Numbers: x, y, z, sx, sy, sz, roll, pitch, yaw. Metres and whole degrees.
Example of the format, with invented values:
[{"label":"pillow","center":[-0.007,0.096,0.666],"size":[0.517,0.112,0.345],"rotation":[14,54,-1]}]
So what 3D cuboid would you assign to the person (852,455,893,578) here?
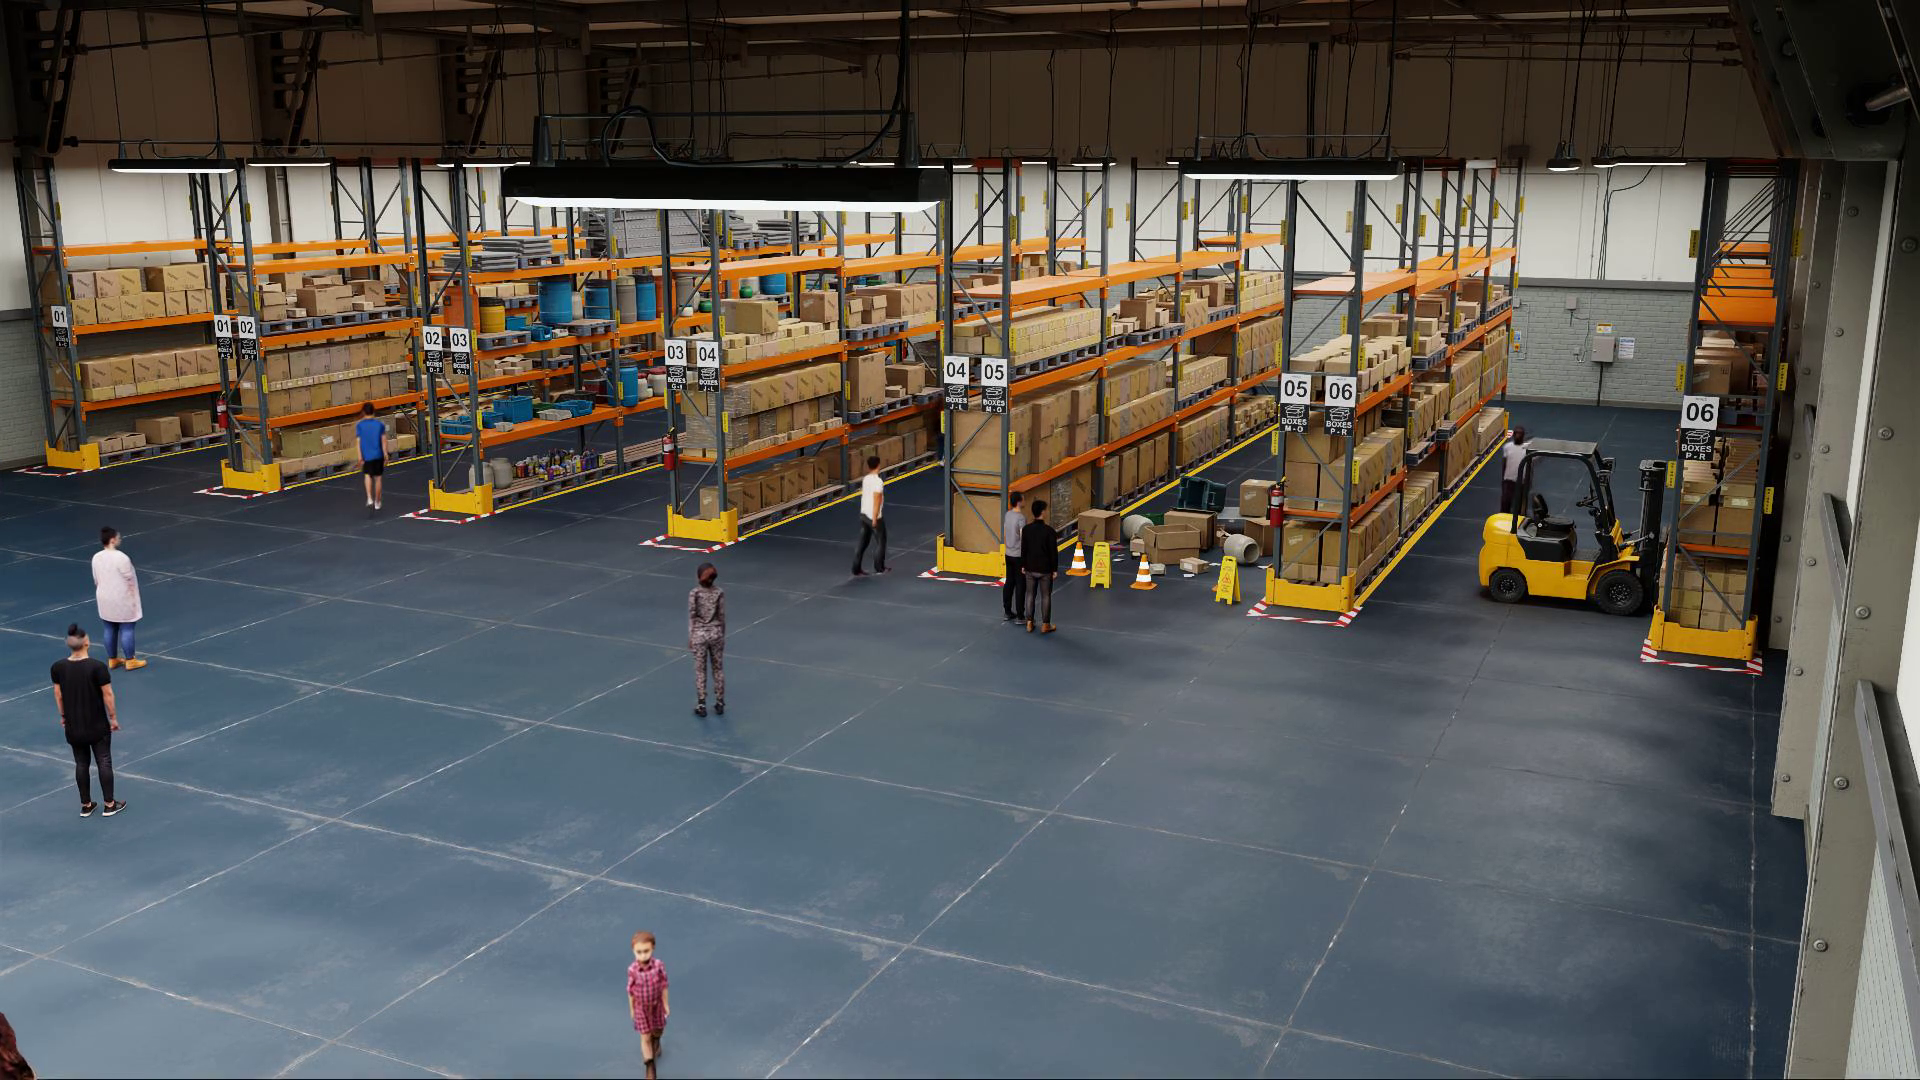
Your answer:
[{"label":"person","center":[-1.363,-0.310,24.196],"size":[1.003,1.762,0.864],"rotation":[-8,15,-32]}]

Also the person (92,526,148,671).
[{"label":"person","center":[-10.112,0.691,19.921],"size":[0.726,1.741,0.665],"rotation":[4,14,16]}]

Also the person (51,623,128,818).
[{"label":"person","center":[-8.122,1.655,15.475],"size":[0.768,1.869,0.756],"rotation":[-1,13,-2]}]

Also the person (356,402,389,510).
[{"label":"person","center":[-10.224,-1.451,28.930],"size":[0.815,1.851,0.873],"rotation":[-4,14,-15]}]

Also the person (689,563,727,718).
[{"label":"person","center":[-2.774,1.081,18.291],"size":[0.647,1.716,0.723],"rotation":[-7,15,-28]}]

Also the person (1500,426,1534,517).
[{"label":"person","center":[8.995,-0.925,26.813],"size":[0.849,1.781,1.219],"rotation":[10,16,37]}]

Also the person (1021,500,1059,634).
[{"label":"person","center":[1.023,0.335,21.503],"size":[0.651,1.722,0.515],"rotation":[5,14,22]}]

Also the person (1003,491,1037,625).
[{"label":"person","center":[0.751,0.215,21.949],"size":[0.709,1.754,0.704],"rotation":[-9,16,-33]}]

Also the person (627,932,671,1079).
[{"label":"person","center":[-2.080,3.093,11.175],"size":[0.667,1.008,0.755],"rotation":[-3,13,-14]}]
